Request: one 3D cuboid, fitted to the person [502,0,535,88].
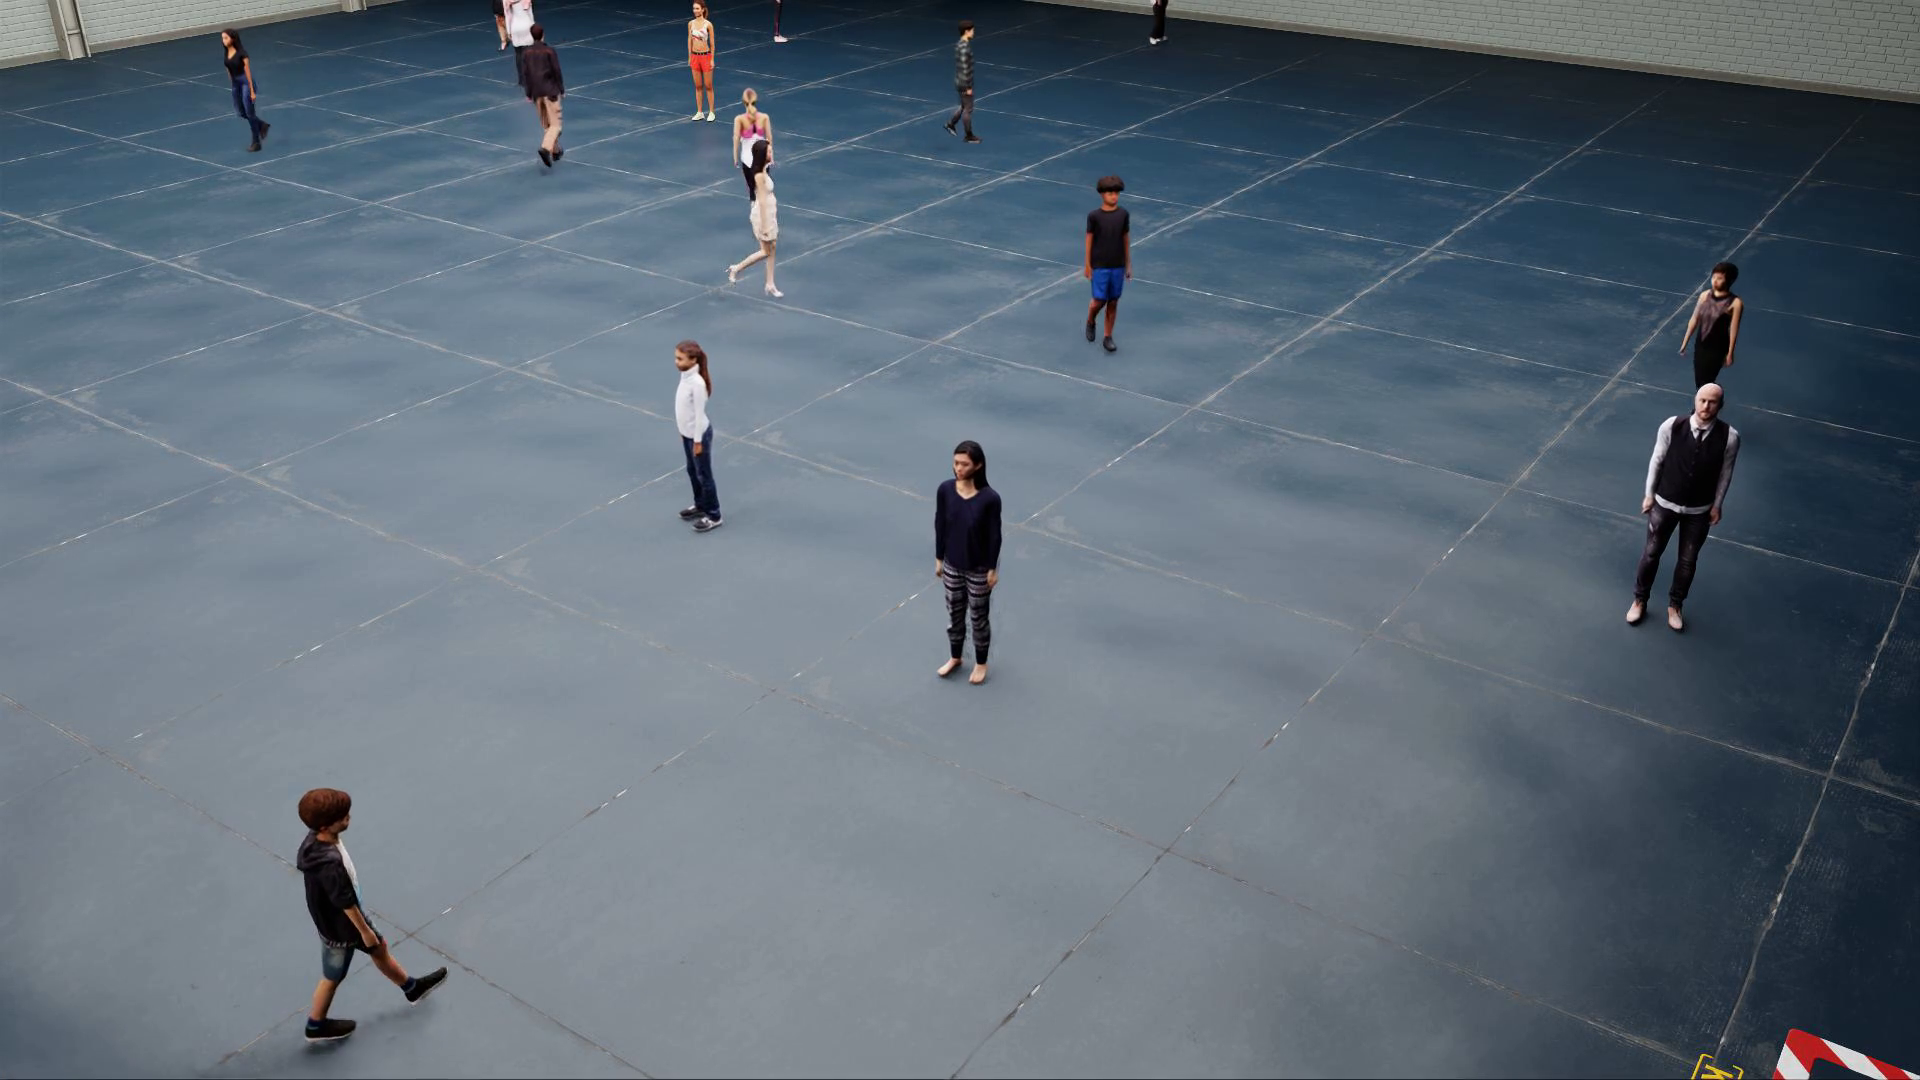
[{"bbox_3d":[-7.274,-8.459,27.595,0.704,1.800,0.788,-9,29,-17],"label":"person"}]

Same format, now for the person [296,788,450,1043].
[{"bbox_3d":[-3.047,1.842,8.016,1.025,1.410,0.851,-12,30,-22],"label":"person"}]

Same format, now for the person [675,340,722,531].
[{"bbox_3d":[-2.060,-0.846,13.079,0.644,1.555,0.619,-15,31,-26],"label":"person"}]

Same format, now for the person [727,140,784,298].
[{"bbox_3d":[-2.201,-3.434,17.923,0.887,1.722,0.883,1,27,1],"label":"person"}]

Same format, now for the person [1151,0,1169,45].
[{"bbox_3d":[3.770,-10.148,31.021,0.875,1.668,0.613,6,28,12],"label":"person"}]

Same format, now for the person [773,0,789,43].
[{"bbox_3d":[-3.413,-10.246,31.124,0.706,1.749,0.627,-1,27,-2],"label":"person"}]

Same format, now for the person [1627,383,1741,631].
[{"bbox_3d":[5.056,-0.245,11.619,0.737,1.823,0.667,11,29,21],"label":"person"}]

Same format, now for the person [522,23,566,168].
[{"bbox_3d":[-5.714,-6.096,22.896,0.989,1.902,1.260,5,28,9],"label":"person"}]

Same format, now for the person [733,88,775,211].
[{"bbox_3d":[-2.429,-4.470,19.868,0.708,1.782,0.791,-8,28,-15],"label":"person"}]

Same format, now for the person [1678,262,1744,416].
[{"bbox_3d":[6.677,-1.681,14.670,0.878,1.584,0.776,-14,30,-25],"label":"person"}]

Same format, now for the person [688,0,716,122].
[{"bbox_3d":[-3.935,-7.326,25.405,0.652,1.791,0.660,7,28,14],"label":"person"}]

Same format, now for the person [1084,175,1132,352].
[{"bbox_3d":[1.446,-2.776,16.576,0.815,1.785,0.871,-6,28,-12],"label":"person"}]

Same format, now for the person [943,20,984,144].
[{"bbox_3d":[0.013,-6.550,23.755,0.953,1.706,0.930,-1,27,-2],"label":"person"}]

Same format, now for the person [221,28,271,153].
[{"bbox_3d":[-10.168,-6.452,23.785,0.680,1.721,0.860,10,29,18],"label":"person"}]

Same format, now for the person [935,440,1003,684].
[{"bbox_3d":[0.059,0.131,10.988,0.640,1.733,0.569,12,29,21],"label":"person"}]
